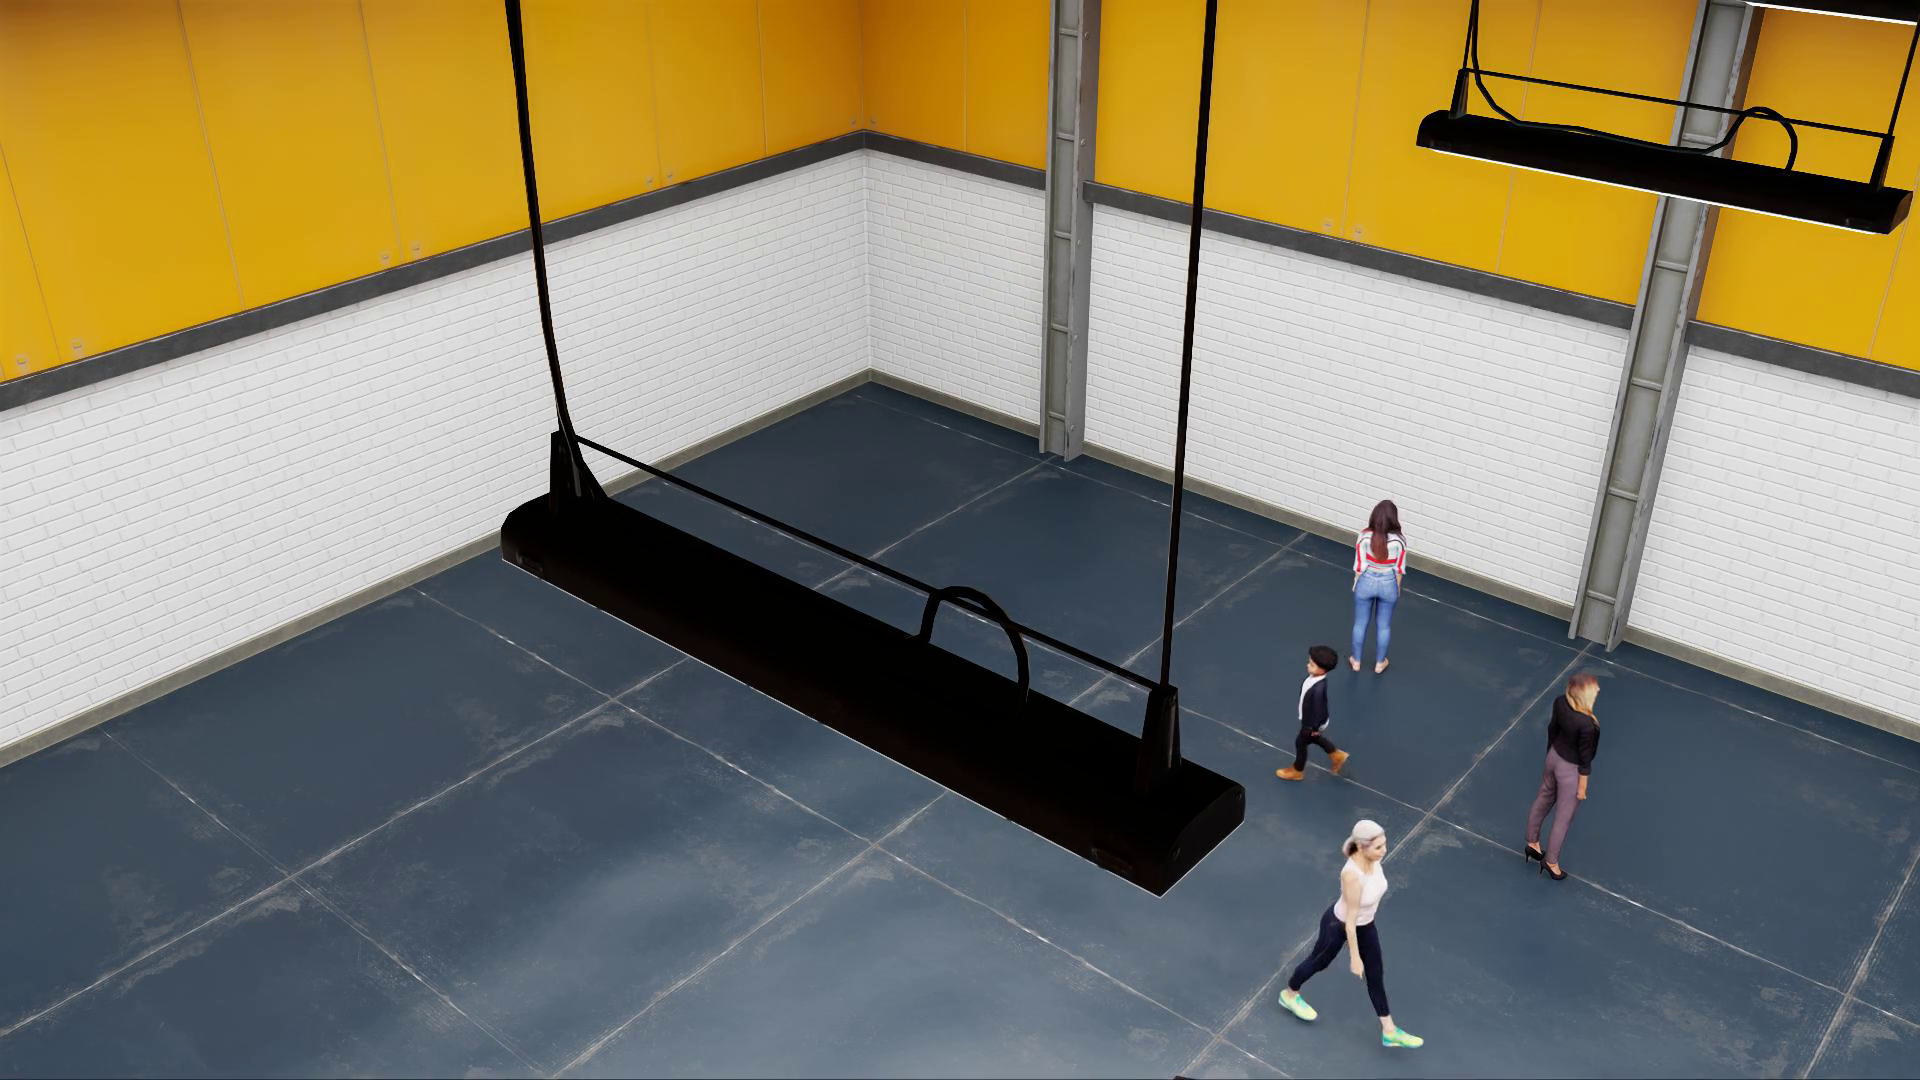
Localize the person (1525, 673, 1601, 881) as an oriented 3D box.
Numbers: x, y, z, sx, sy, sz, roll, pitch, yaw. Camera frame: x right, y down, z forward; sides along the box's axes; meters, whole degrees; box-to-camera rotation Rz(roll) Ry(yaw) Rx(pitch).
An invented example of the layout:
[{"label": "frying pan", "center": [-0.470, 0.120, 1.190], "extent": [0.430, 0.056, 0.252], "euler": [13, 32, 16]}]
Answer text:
[{"label": "person", "center": [4.271, 1.652, 11.775], "extent": [0.749, 1.671, 0.657], "euler": [-8, 30, -14]}]

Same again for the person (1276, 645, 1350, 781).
[{"label": "person", "center": [2.776, 1.340, 12.825], "extent": [0.849, 1.213, 0.710], "euler": [5, 29, 8]}]

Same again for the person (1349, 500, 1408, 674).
[{"label": "person", "center": [3.545, 0.393, 14.143], "extent": [0.585, 1.613, 0.717], "euler": [7, 29, 13]}]

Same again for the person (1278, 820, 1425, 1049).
[{"label": "person", "center": [2.336, 2.416, 10.397], "extent": [1.173, 1.649, 0.643], "euler": [20, 34, 32]}]
